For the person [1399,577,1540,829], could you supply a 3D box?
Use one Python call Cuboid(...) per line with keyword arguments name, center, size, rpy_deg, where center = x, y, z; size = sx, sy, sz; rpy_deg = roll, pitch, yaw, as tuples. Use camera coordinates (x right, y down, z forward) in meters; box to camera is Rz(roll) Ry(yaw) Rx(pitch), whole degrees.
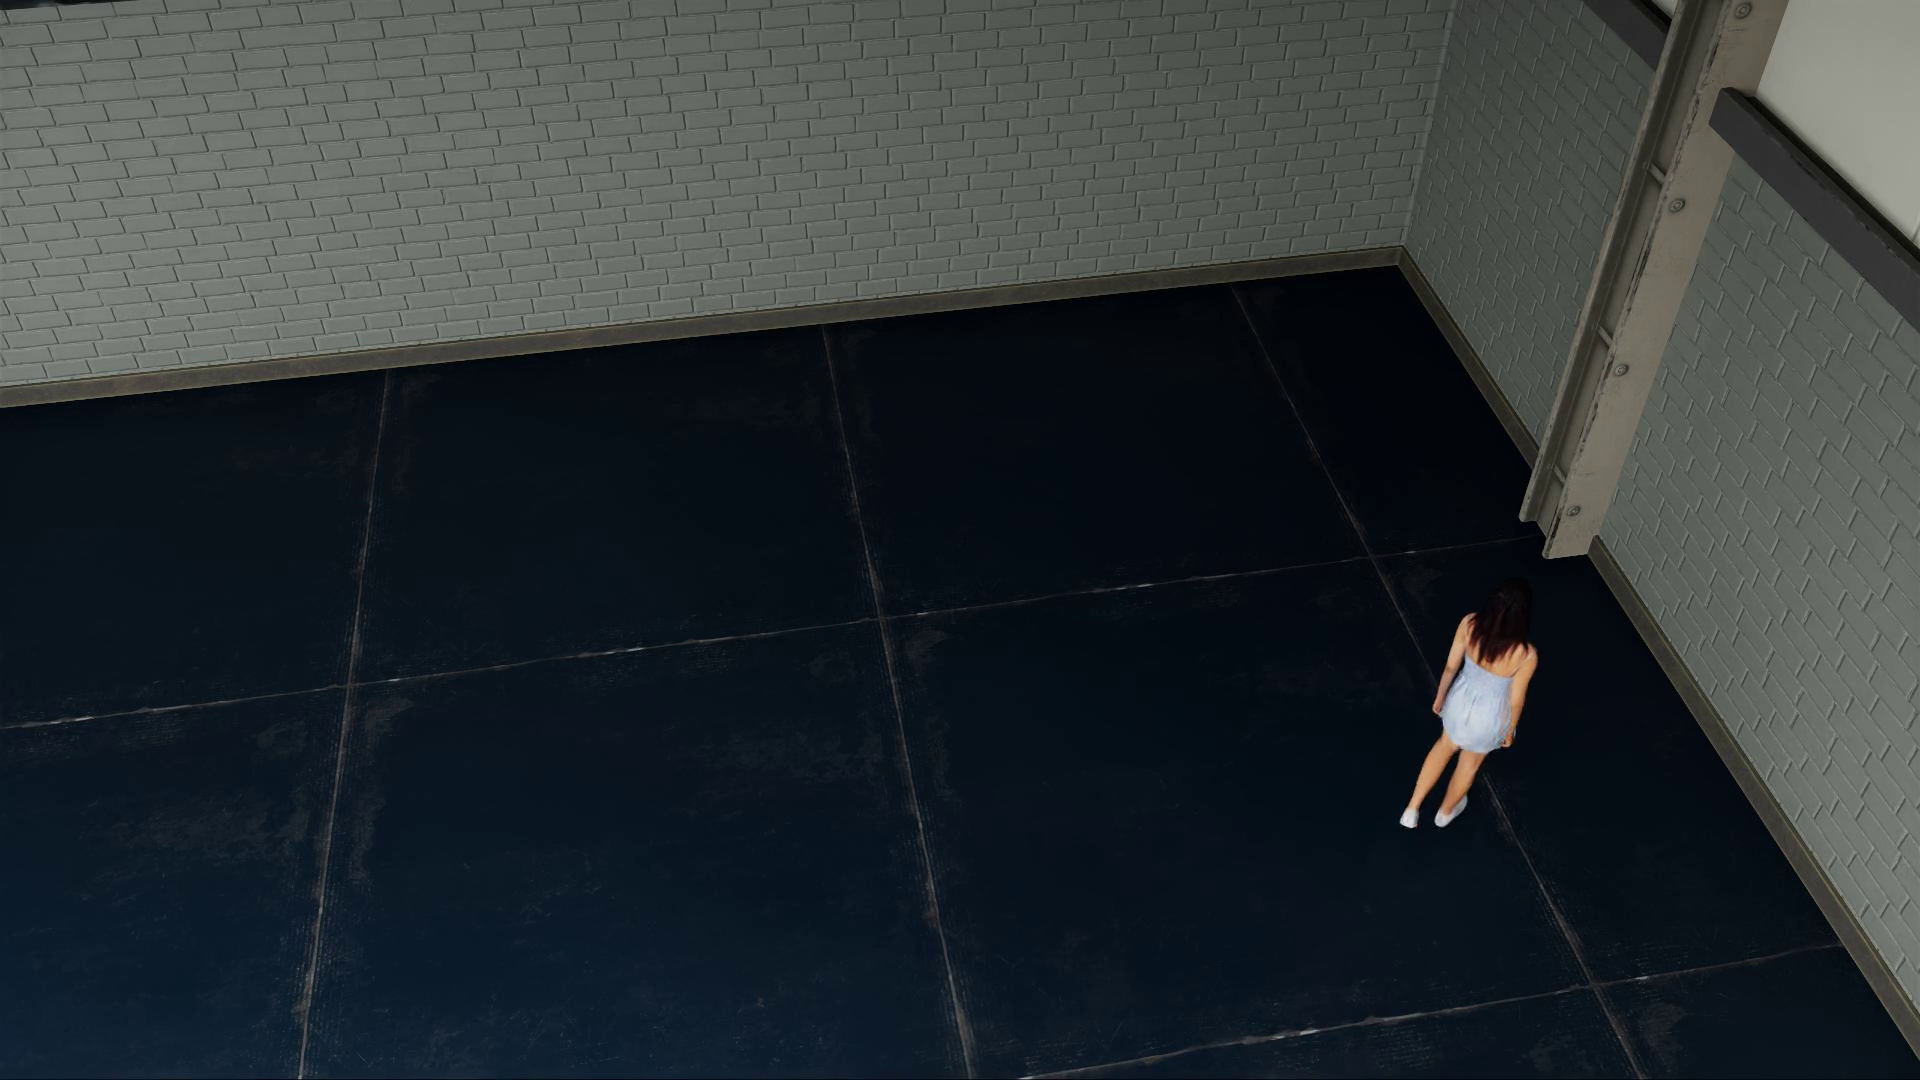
Cuboid(name="person", center=(2.436, 0.874, 7.970), size=(0.860, 1.719, 0.880), rpy_deg=(34, 53, 31))
